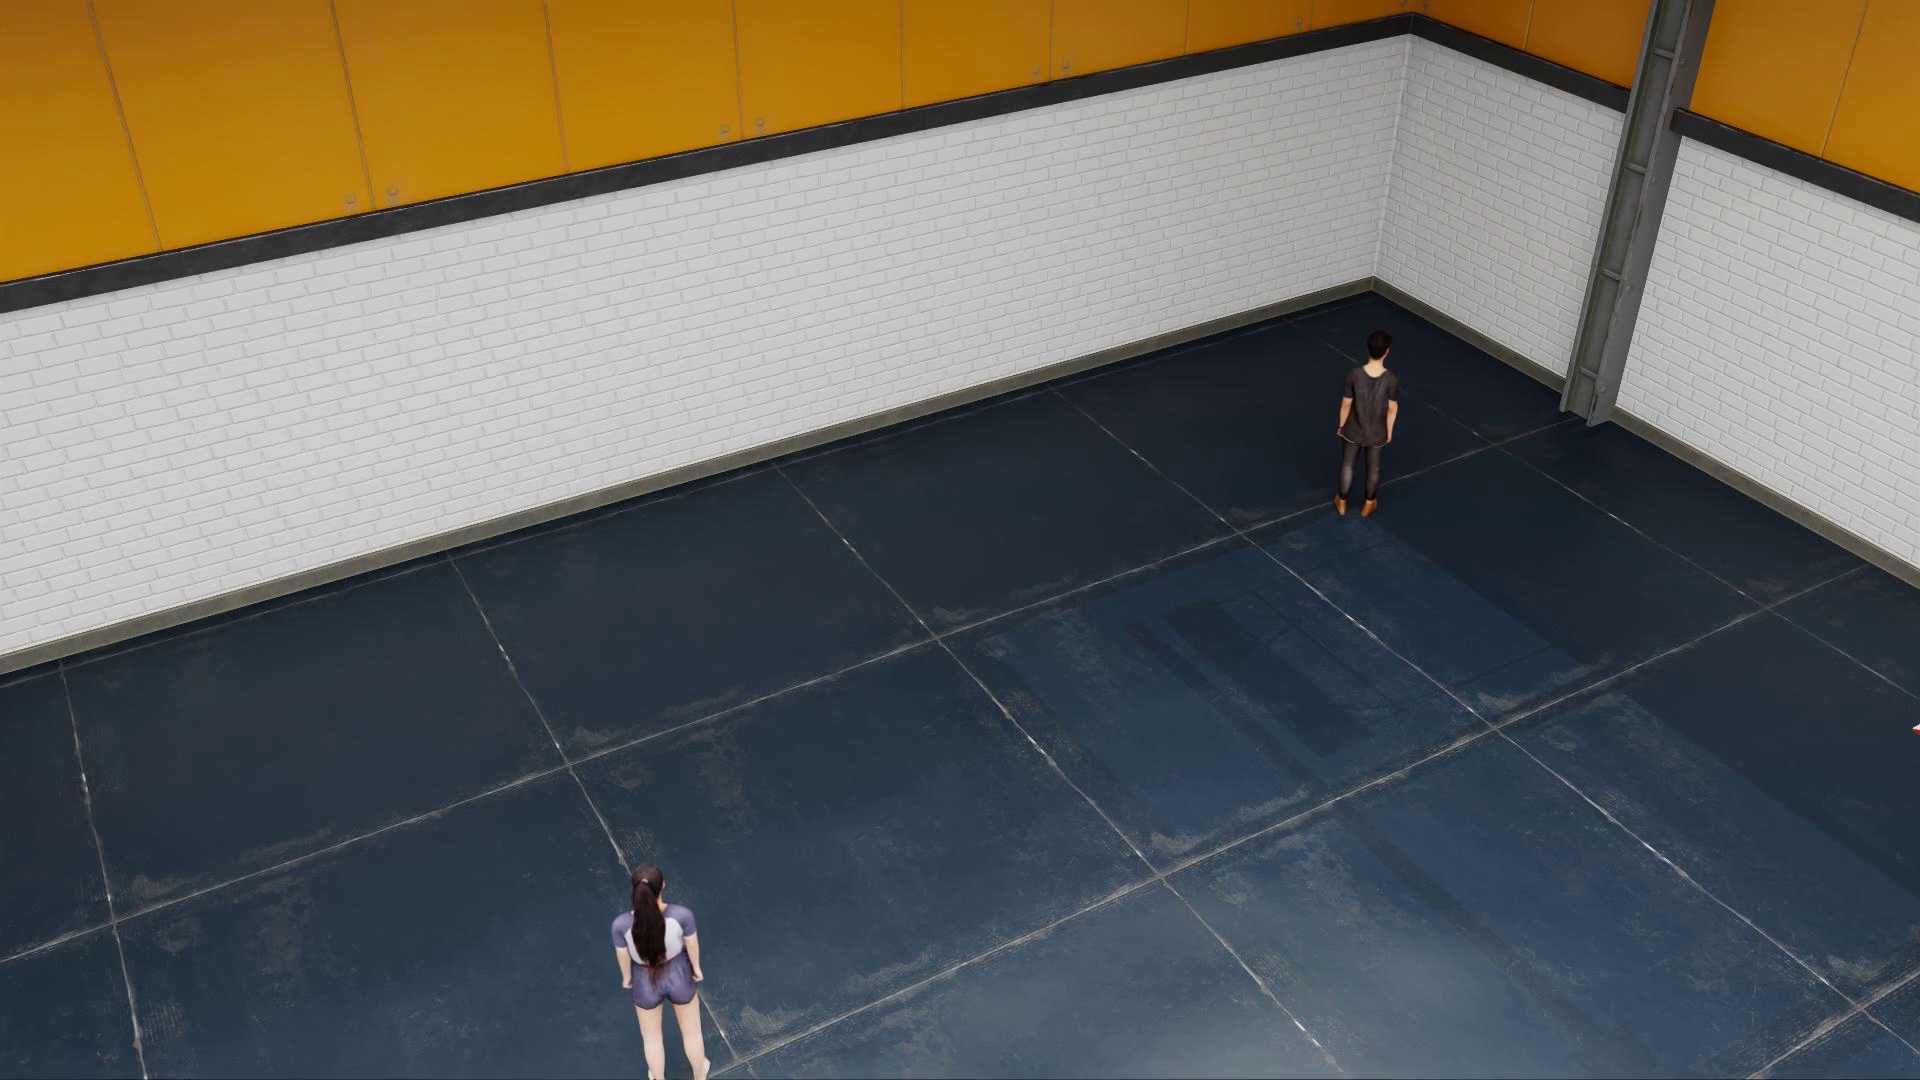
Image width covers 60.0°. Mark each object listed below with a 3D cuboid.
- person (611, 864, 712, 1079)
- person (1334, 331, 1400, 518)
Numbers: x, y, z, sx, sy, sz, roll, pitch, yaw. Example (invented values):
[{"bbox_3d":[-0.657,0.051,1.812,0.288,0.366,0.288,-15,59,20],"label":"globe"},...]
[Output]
[{"bbox_3d":[-1.626,2.412,9.107,0.654,1.650,0.619,-6,34,-9],"label":"person"},{"bbox_3d":[3.457,-0.974,14.147,0.698,1.710,0.764,9,35,14],"label":"person"}]
